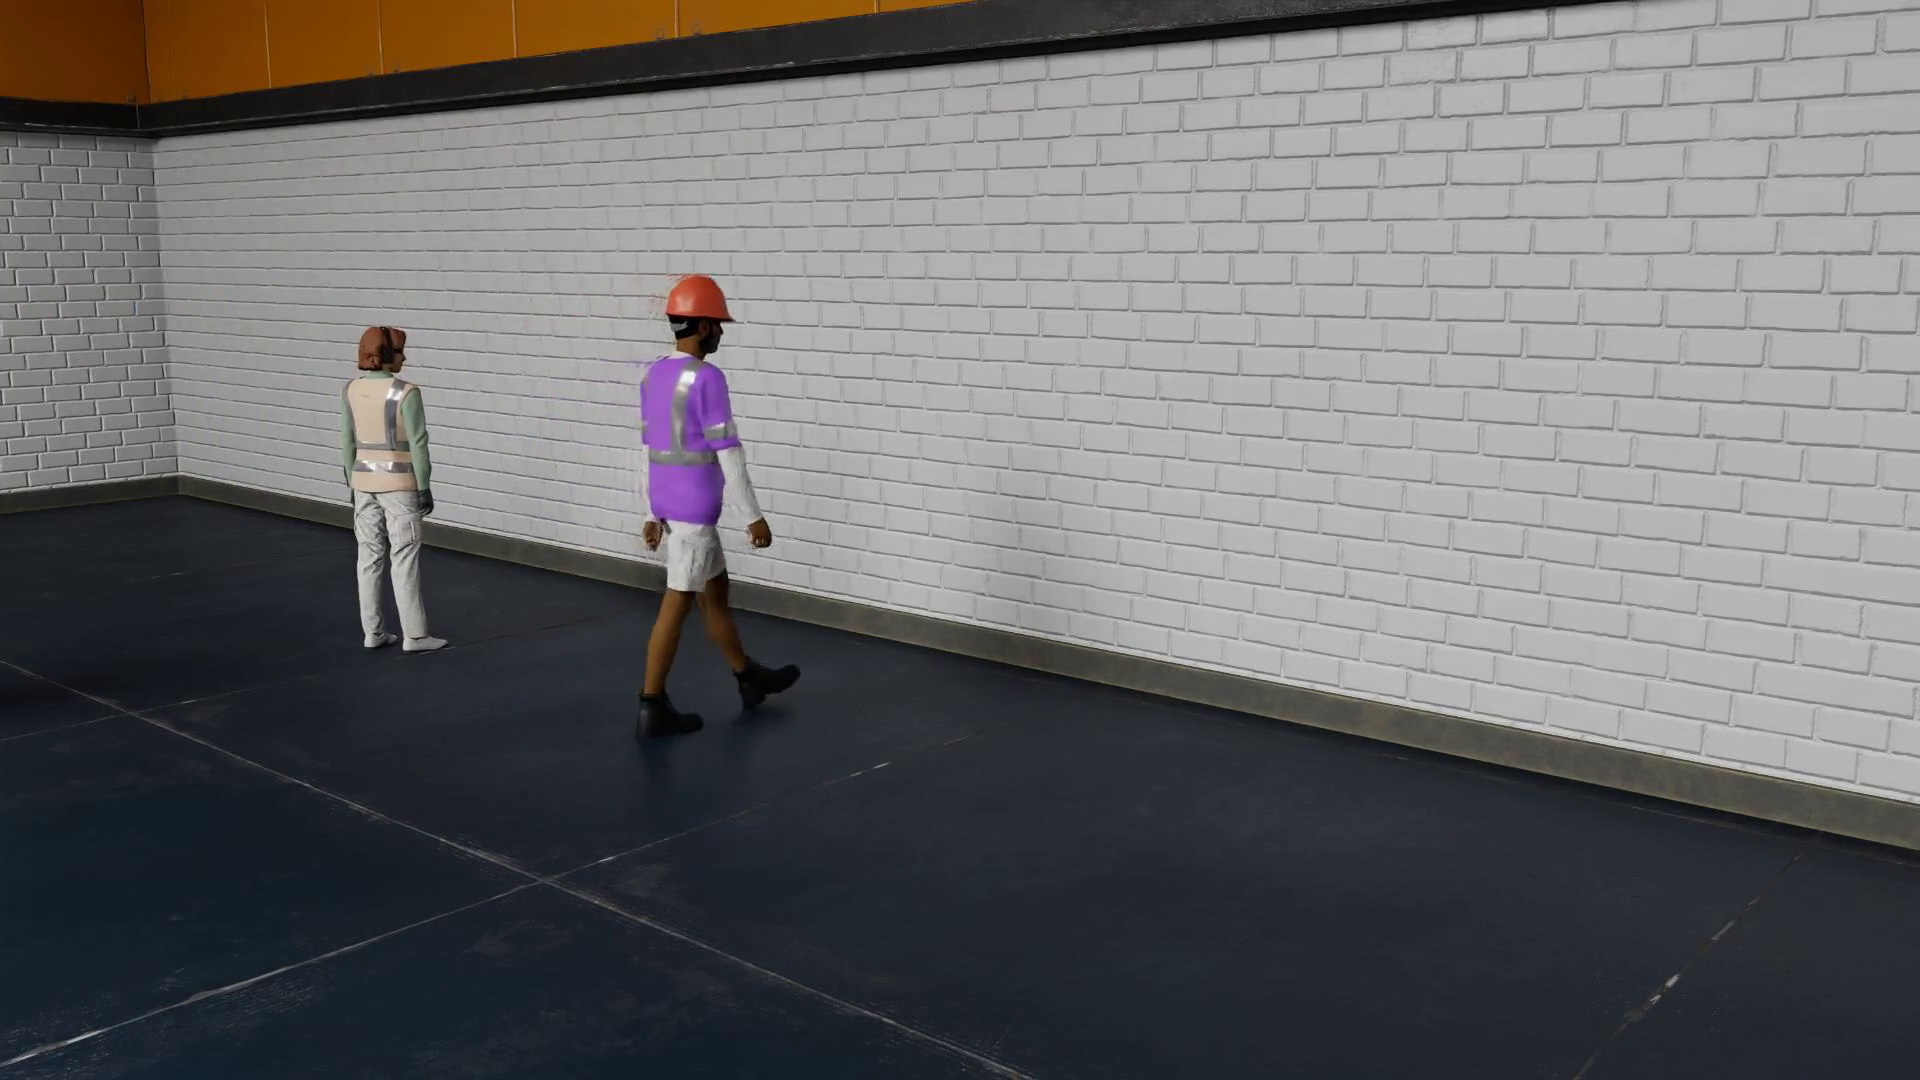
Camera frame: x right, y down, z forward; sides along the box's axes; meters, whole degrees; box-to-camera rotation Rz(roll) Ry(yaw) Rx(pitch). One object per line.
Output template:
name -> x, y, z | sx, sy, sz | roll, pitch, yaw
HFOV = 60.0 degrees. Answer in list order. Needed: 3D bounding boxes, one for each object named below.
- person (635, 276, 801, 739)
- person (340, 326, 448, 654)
person -> -1.016, -0.144, 7.005 | 0.907, 1.899, 0.562 | -6, 12, -31
person -> -2.860, -0.244, 8.321 | 0.514, 1.636, 0.314 | 4, 11, 24
